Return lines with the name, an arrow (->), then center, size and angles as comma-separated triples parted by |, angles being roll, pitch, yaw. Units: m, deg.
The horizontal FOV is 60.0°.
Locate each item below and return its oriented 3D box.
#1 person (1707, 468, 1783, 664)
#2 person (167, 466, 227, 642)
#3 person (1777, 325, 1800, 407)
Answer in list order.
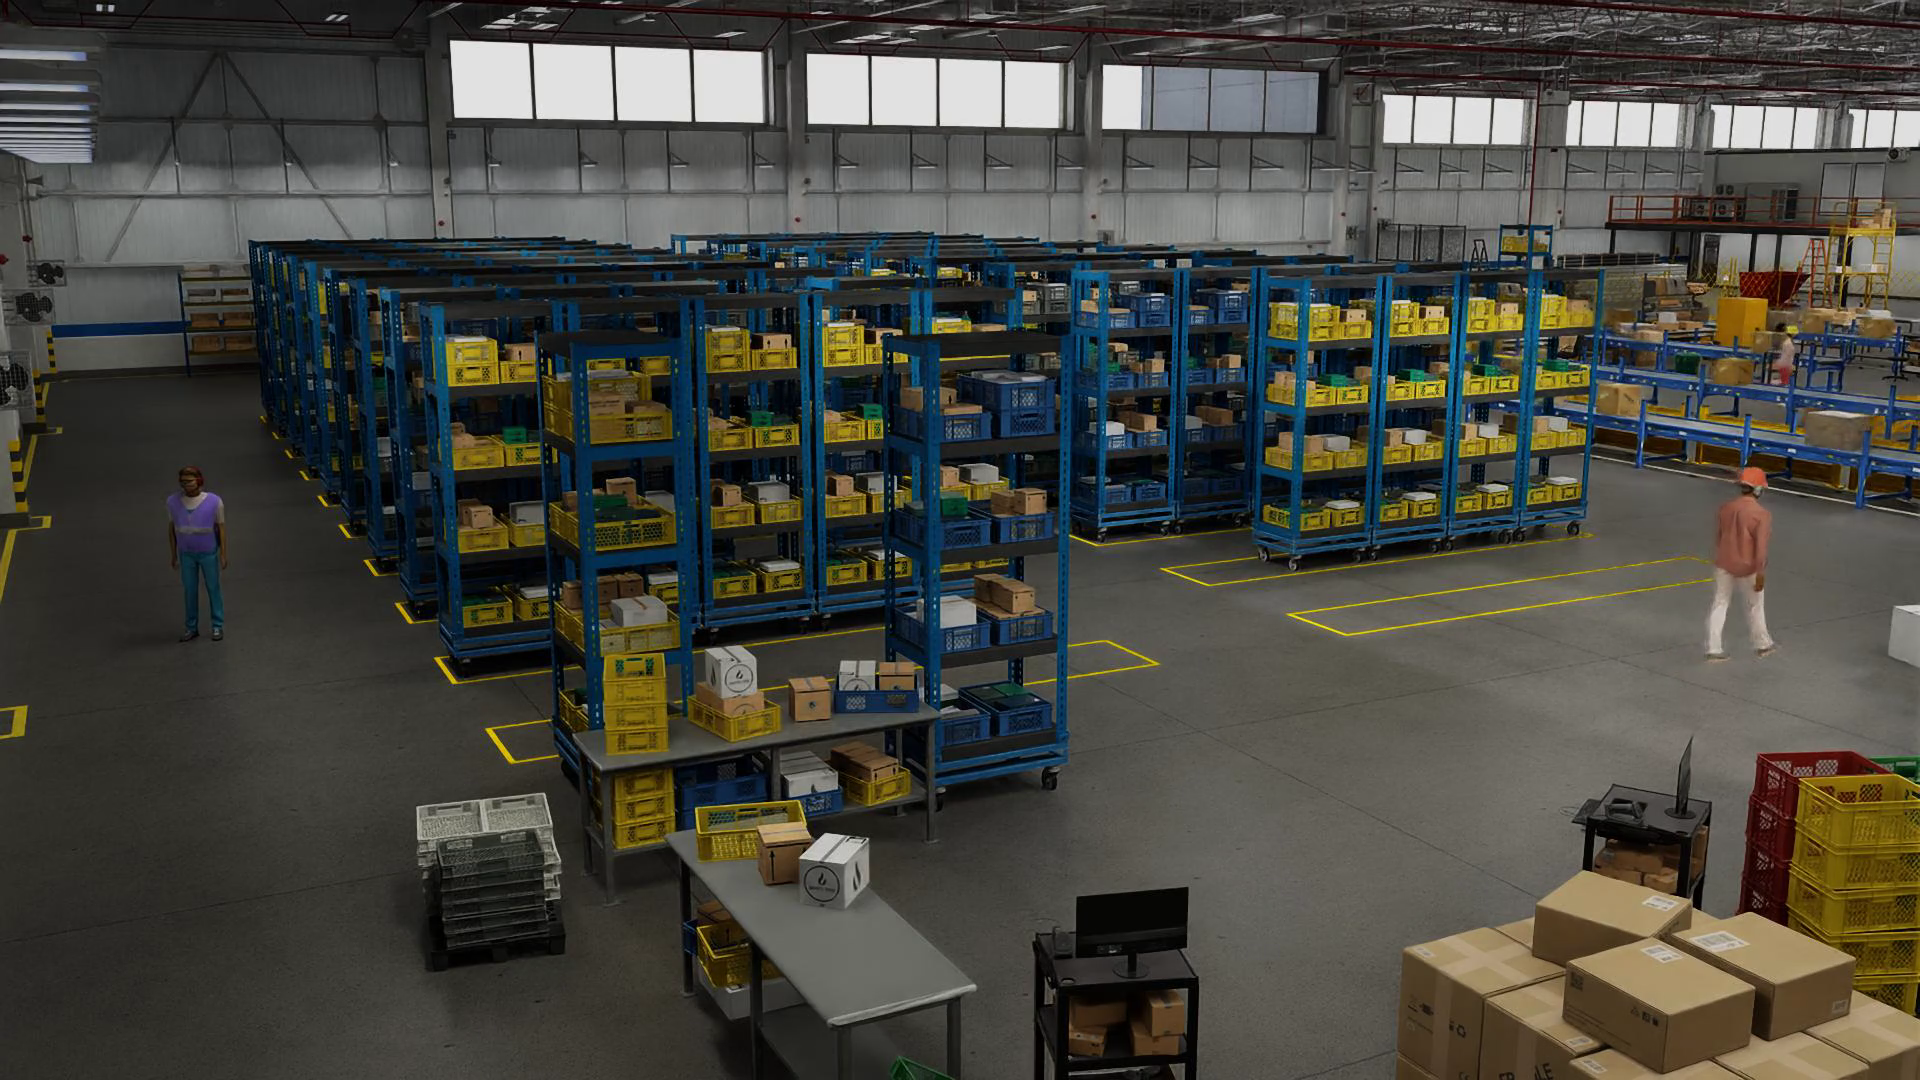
person -> 7.840, 0.247, 16.524 | 0.962, 1.951, 0.652 | -6, 14, -28
person -> -7.913, 0.136, 17.304 | 0.563, 1.847, 0.393 | -1, 12, -4
person -> 17.671, -3.698, 35.466 | 0.356, 1.752, 0.530 | 8, 15, 34
